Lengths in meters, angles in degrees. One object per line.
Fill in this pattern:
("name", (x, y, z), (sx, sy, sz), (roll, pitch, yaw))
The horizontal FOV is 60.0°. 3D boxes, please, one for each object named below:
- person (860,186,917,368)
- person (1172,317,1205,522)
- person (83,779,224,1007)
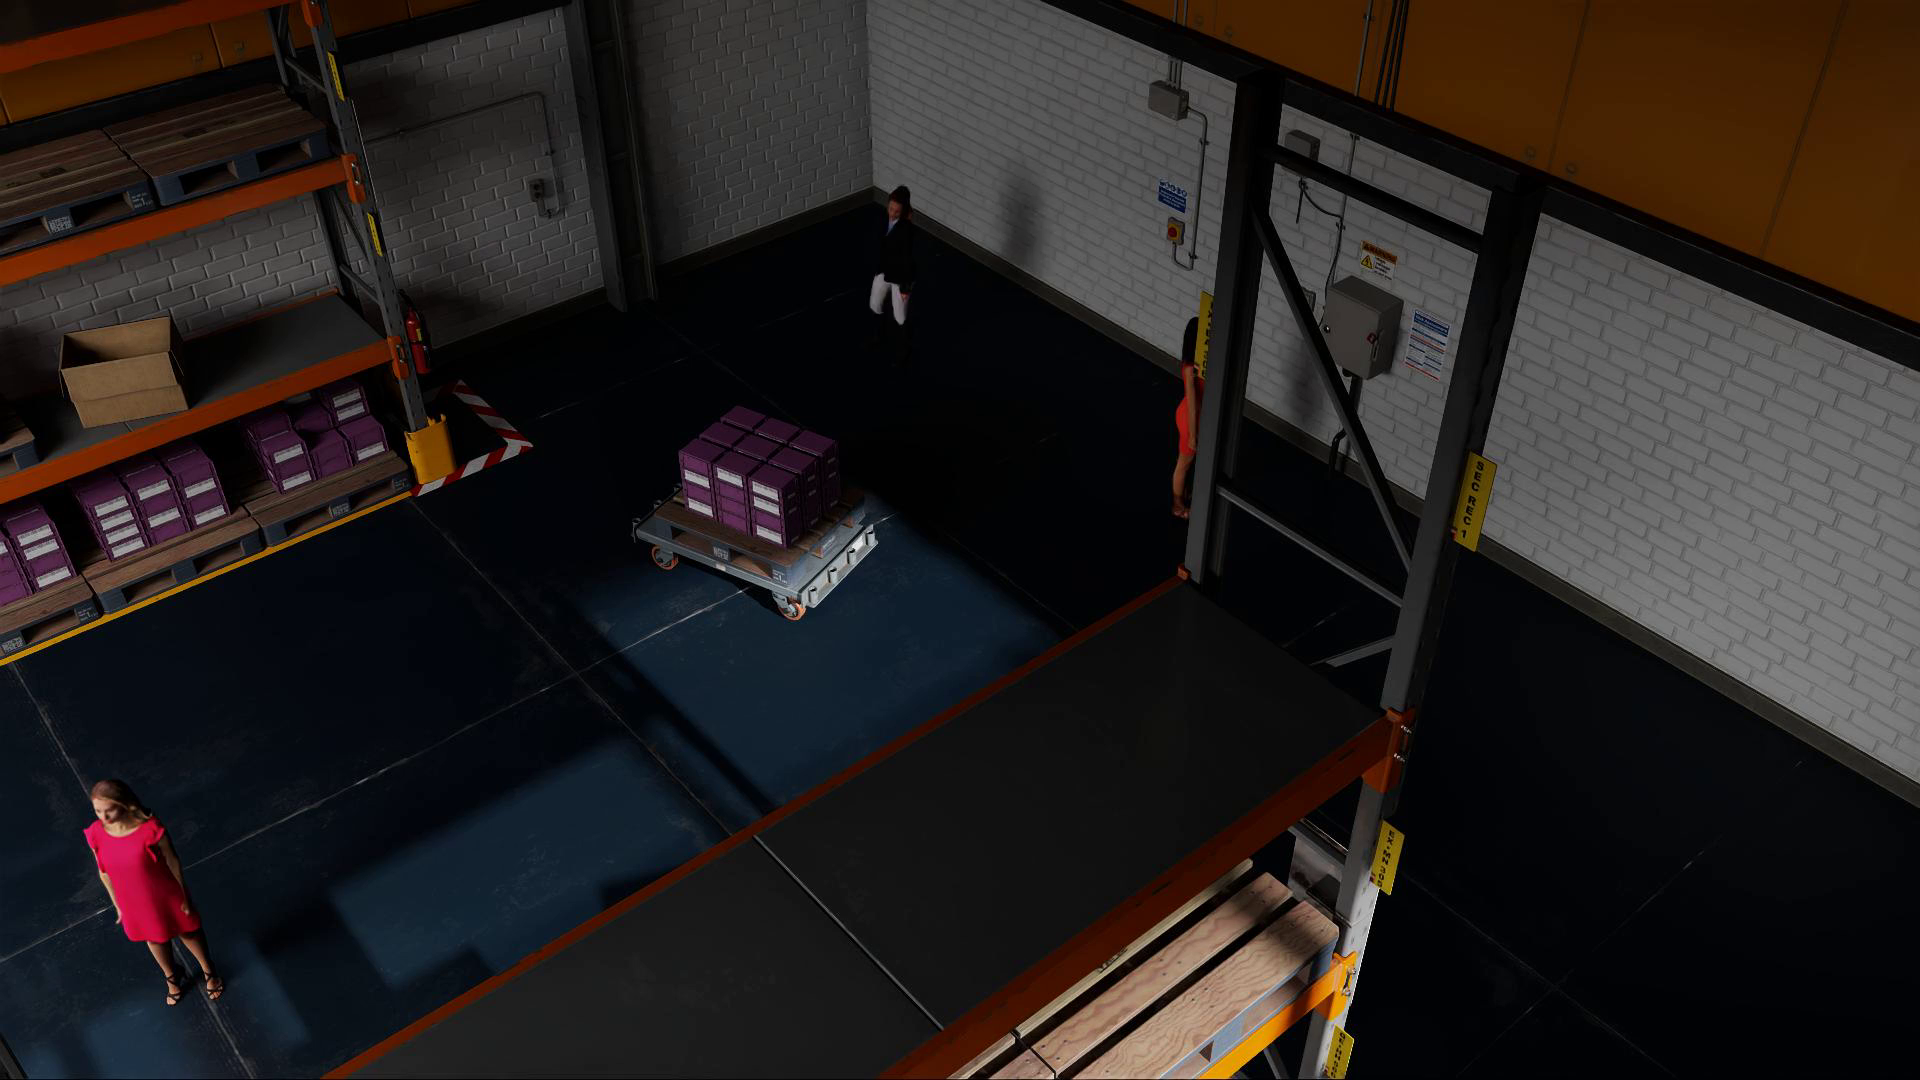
("person", (-0.538, -2.257, 14.280), (0.570, 1.714, 0.763), (-17, 41, -20))
("person", (1.761, -0.927, 12.610), (0.729, 1.719, 0.642), (9, 39, 11))
("person", (-4.393, 1.912, 9.048), (0.628, 1.729, 0.720), (-6, 39, -7))
